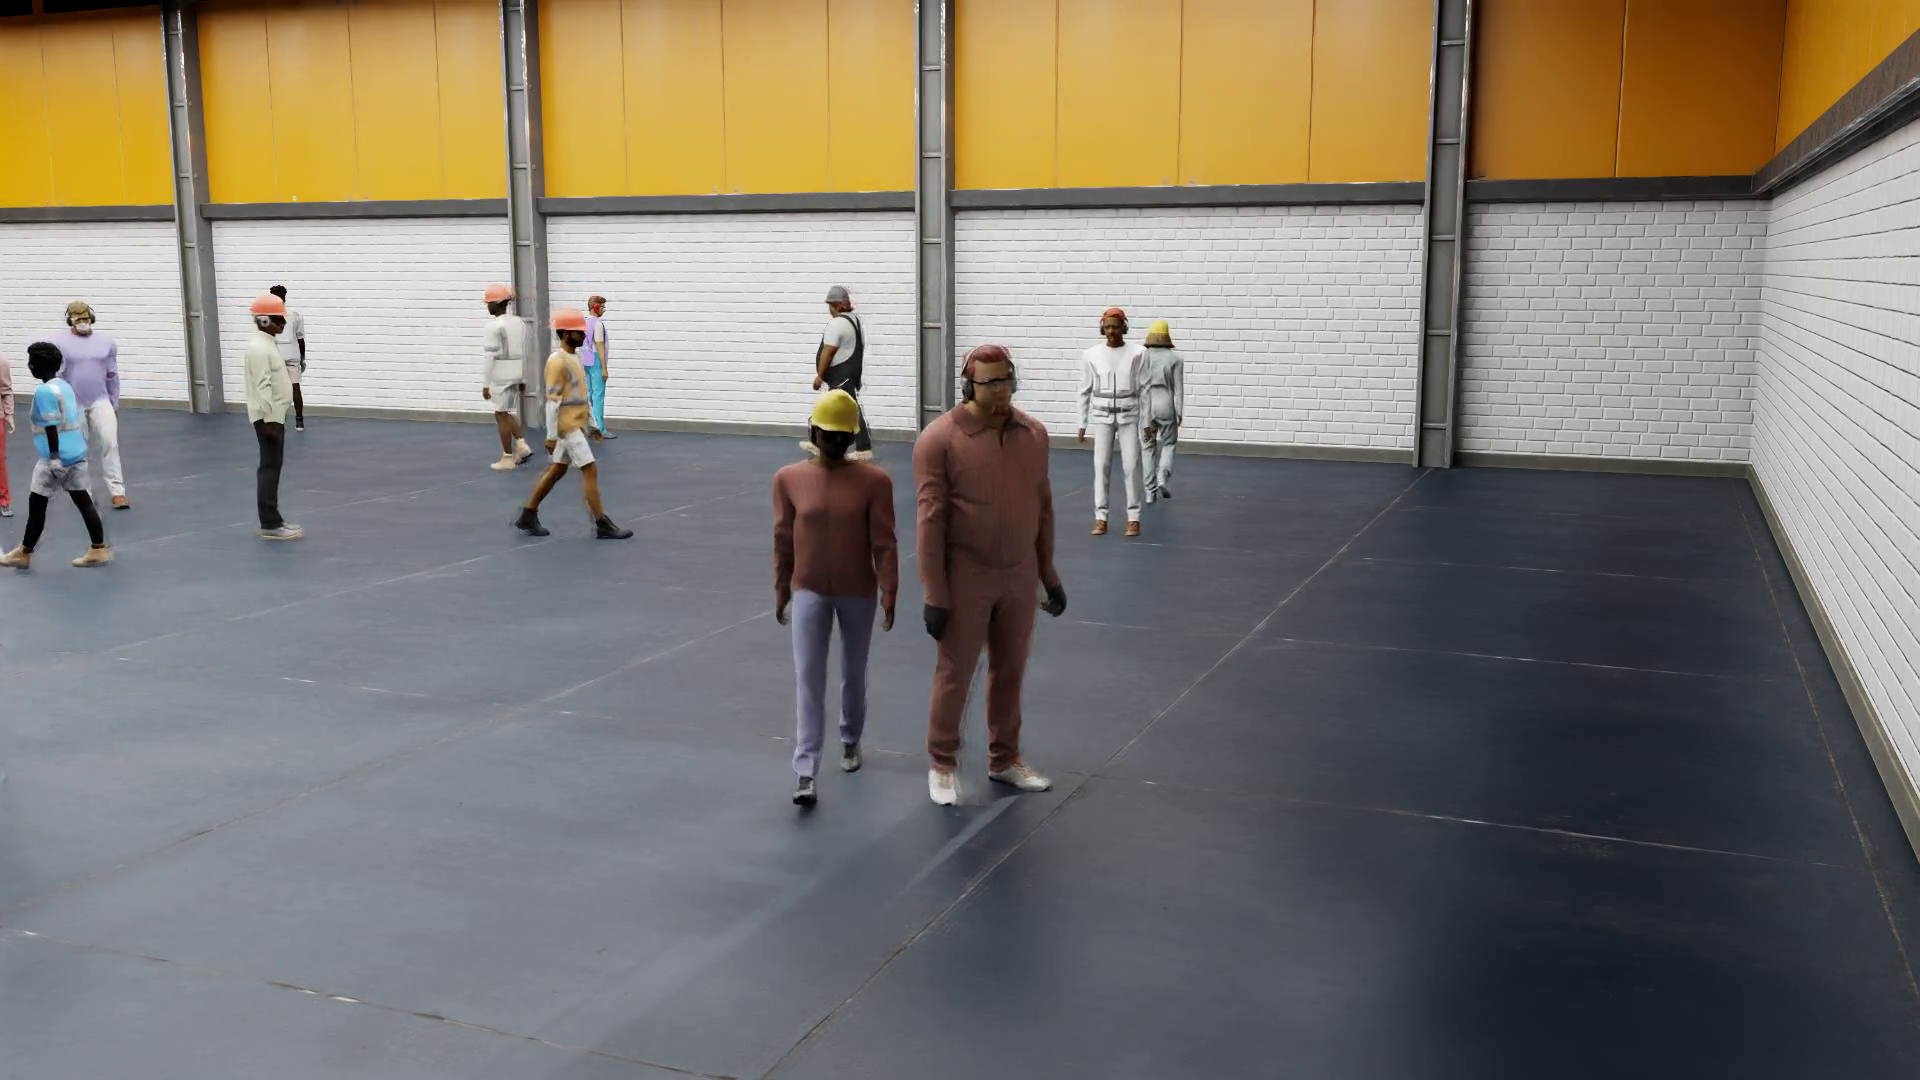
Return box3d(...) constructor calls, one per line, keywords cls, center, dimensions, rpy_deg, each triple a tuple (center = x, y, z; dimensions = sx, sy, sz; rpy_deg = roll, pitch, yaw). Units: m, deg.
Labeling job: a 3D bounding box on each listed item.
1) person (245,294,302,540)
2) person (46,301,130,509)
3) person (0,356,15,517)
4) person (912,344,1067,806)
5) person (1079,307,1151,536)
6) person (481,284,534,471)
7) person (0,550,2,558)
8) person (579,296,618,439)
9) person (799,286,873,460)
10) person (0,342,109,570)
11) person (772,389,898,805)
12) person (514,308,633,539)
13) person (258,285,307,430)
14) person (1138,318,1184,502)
box3d(cls="person", center=(-5.586, -0.998, 13.533), dimensions=(0.401, 1.990, 0.622), rpy_deg=(-3, 10, -18))
box3d(cls="person", center=(-7.853, -1.193, 15.024), dimensions=(0.619, 1.897, 0.864), rpy_deg=(-8, 12, -41))
box3d(cls="person", center=(-8.590, -1.058, 14.595), dimensions=(0.528, 1.764, 0.328), rpy_deg=(-5, 11, -28))
box3d(cls="person", center=(0.138, 0.143, 6.921), dimensions=(0.698, 1.896, 0.402), rpy_deg=(-6, 11, -32))
box3d(cls="person", center=(1.279, -0.976, 13.740), dimensions=(0.596, 1.880, 0.386), rpy_deg=(2, 10, 10))
box3d(cls="person", center=(-4.951, -1.748, 17.982), dimensions=(0.422, 2.024, 0.627), rpy_deg=(4, 10, 21))
box3d(cls="person", center=(-4.343, 0.108, 7.090), dimensions=(0.434, 1.910, 0.612), rpy_deg=(-8, 12, -39))
box3d(cls="person", center=(-4.691, -2.212, 21.359), dimensions=(0.390, 1.838, 0.563), rpy_deg=(-7, 12, -35))
box3d(cls="person", center=(-1.415, -1.942, 19.112), dimensions=(1.015, 2.000, 0.694), rpy_deg=(3, 10, 18))
box3d(cls="person", center=(-6.677, -0.605, 12.120), dimensions=(0.814, 1.656, 0.554), rpy_deg=(-1, 9, -9))
box3d(cls="person", center=(-0.525, 0.221, 7.001), dimensions=(0.532, 1.706, 0.931), rpy_deg=(0, 9, -1))
box3d(cls="person", center=(-3.208, -0.939, 13.517), dimensions=(1.000, 1.896, 0.547), rpy_deg=(0, 9, 0))
box3d(cls="person", center=(-9.089, -2.436, 22.325), dimensions=(0.604, 1.966, 0.367), rpy_deg=(-6, 11, -33))
box3d(cls="person", center=(1.856, -1.219, 15.671), dimensions=(0.502, 1.722, 0.377), rpy_deg=(2, 10, 13))
